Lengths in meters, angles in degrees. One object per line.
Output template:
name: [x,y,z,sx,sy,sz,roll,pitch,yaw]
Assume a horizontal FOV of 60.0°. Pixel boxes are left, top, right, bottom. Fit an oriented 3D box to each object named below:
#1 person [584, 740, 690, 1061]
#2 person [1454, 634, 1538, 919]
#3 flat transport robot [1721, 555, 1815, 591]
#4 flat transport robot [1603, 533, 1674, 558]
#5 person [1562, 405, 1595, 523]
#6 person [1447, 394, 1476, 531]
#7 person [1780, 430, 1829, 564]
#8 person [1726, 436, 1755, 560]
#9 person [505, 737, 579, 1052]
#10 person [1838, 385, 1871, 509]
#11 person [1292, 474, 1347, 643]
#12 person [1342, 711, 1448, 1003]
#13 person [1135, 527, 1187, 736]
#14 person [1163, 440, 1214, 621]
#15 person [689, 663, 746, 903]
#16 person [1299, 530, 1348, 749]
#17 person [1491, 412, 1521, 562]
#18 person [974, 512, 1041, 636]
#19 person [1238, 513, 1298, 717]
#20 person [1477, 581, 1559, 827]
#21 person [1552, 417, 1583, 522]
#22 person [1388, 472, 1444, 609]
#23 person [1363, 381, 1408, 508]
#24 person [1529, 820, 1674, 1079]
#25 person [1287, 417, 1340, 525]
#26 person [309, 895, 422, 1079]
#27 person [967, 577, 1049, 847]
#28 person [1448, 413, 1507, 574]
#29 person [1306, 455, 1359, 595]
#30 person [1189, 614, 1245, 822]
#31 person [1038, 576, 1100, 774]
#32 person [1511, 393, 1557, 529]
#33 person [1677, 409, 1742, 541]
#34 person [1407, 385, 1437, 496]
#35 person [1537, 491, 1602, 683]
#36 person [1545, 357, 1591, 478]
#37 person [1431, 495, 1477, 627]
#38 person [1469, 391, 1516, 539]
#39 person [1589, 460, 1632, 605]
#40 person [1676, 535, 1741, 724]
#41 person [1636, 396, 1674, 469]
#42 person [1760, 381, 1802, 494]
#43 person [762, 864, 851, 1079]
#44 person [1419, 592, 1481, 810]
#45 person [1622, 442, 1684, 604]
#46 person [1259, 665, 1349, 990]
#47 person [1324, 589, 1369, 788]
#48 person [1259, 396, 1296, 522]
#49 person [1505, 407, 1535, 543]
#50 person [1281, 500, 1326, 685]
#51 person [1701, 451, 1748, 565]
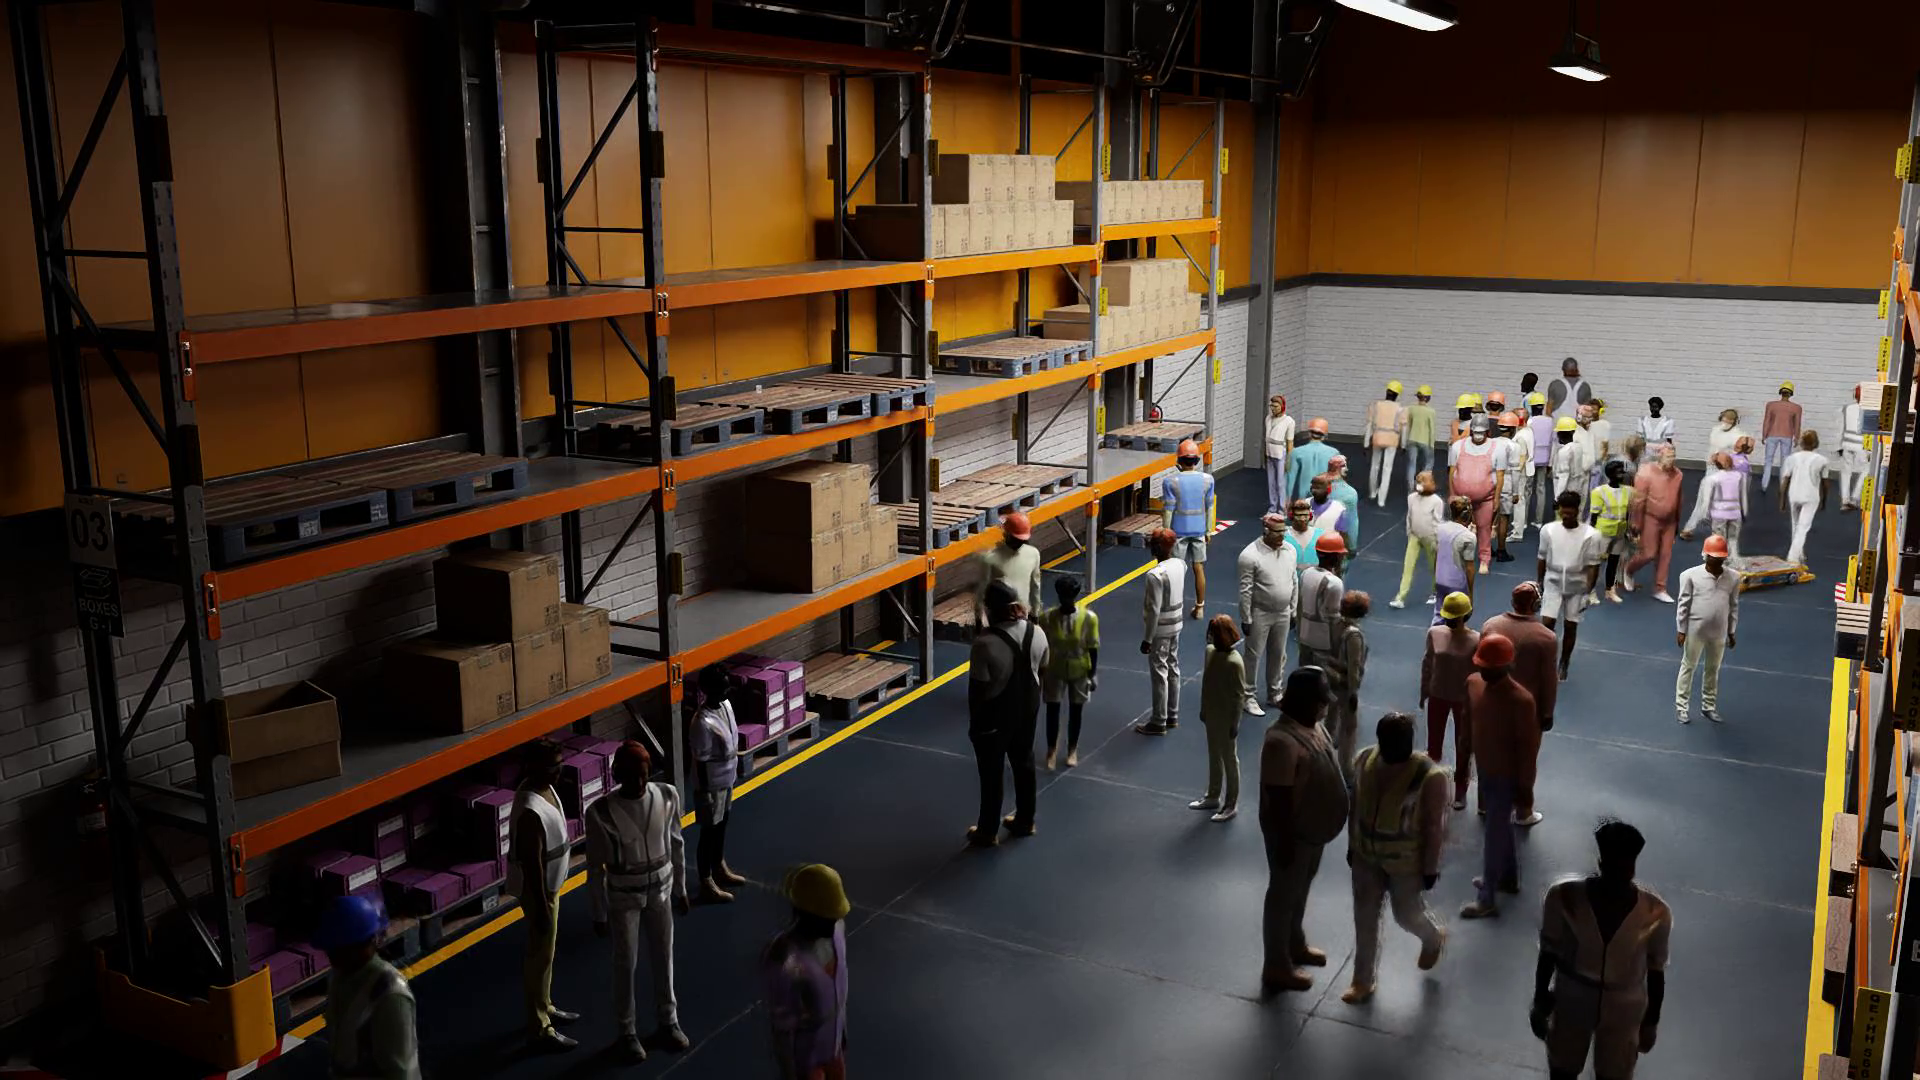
person: [-1.820,2.026,9.414,0.588,1.878,0.371,-9,15,-35]
person: [3.663,1.566,11.340,0.699,1.954,0.631,-5,13,-20]
flat transport robot: [9.687,0.398,20.325,1.431,0.197,0.652,-6,14,-25]
flat transport robot: [8.722,0.015,22.037,1.431,0.197,0.652,-7,14,-29]
person: [8.328,-0.882,22.403,0.401,1.894,0.653,11,17,41]
person: [7.026,-1.076,23.185,0.388,1.926,0.590,-8,15,-31]
person: [10.556,-0.485,20.836,0.968,1.799,0.503,-12,17,-43]
person: [10.009,-0.534,21.428,0.313,1.631,0.528,2,13,9]
person: [-2.414,2.012,9.554,0.376,1.838,0.572,-2,13,-10]
person: [13.314,-1.373,24.634,0.494,1.870,0.604,-7,15,-30]
person: [3.919,0.163,17.911,0.581,1.811,0.881,10,16,38]
person: [2.663,1.892,10.145,0.639,1.820,0.730,12,17,43]
person: [1.797,0.808,14.845,0.355,1.885,0.575,8,15,33]
person: [2.523,-0.101,18.553,0.605,2.045,0.385,-3,13,-13]
person: [-1.688,1.659,11.481,0.319,1.690,0.531,3,13,12]
person: [3.166,0.867,14.505,0.395,1.928,0.542,-4,13,-17]
person: [6.991,-0.684,21.431,0.387,1.929,0.544,-7,15,-30]
person: [0.411,0.658,15.389,0.639,1.951,0.867,-6,14,-27]
person: [2.866,0.682,15.382,0.645,1.900,0.399,-7,14,-27]
person: [4.315,1.248,12.857,0.395,1.899,0.642,-11,17,-41]
person: [7.649,-0.605,21.078,0.382,1.922,0.594,10,16,37]
person: [5.315,0.000,19.125,0.858,1.588,0.511,-11,17,-41]
person: [6.411,-1.454,25.037,0.608,1.868,0.919,6,14,26]
person: [3.138,2.262,8.190,0.629,1.947,0.682,4,13,19]
person: [4.394,-0.523,20.655,0.641,1.962,0.777,2,13,7]
person: [-2.558,2.447,7.464,0.605,1.911,0.977,11,16,40]
person: [0.306,1.261,12.464,0.681,2.000,0.535,-9,16,-36]
person: [6.409,-0.586,20.730,0.684,2.000,0.535,7,14,28]
person: [4.137,-0.003,18.450,0.399,1.900,0.646,-11,17,-41]
person: [2.020,1.366,12.909,0.285,1.634,0.499,-5,14,-21]
person: [0.899,1.126,13.881,0.538,1.674,0.596,1,13,5]
person: [8.056,-1.106,23.353,0.589,1.916,0.400,-3,13,-13]
person: [10.122,-0.844,22.272,0.754,1.878,0.703,-1,13,-3]
person: [7.124,-1.519,25.555,0.553,1.739,0.685,12,17,43]
person: [5.903,0.475,16.222,0.606,1.939,0.599,7,14,29]
person: [9.772,-1.966,26.910,0.719,2.000,0.642,0,13,1]
person: [4.896,0.464,16.507,0.341,1.839,0.501,-8,15,-32]
person: [7.238,-1.019,22.703,0.612,2.031,0.403,4,13,17]
person: [7.532,-0.089,19.277,0.540,1.700,0.316,-4,13,-16]
person: [6.803,0.809,15.134,0.563,1.751,0.330,0,13,-2]
person: [10.316,-1.300,24.733,0.536,1.686,0.329,9,15,35]
person: [12.786,-1.597,25.911,0.532,1.756,0.337,6,14,24]
person: [-0.763,2.366,7.857,0.636,1.891,0.607,7,14,29]
person: [3.875,1.256,13.127,0.524,1.760,0.328,9,15,35]
person: [8.143,-0.224,19.454,0.670,1.887,0.593,-4,13,-18]
person: [2.131,1.744,10.302,0.537,2.000,0.690,7,14,29]
person: [3.168,1.193,13.686,0.319,1.637,0.519,-1,13,-3]
person: [4.550,-1.153,23.737,0.393,1.836,0.560,-7,14,-28]
person: [7.561,-0.877,22.471,0.389,1.847,0.567,5,13,20]
person: [3.305,0.499,16.314,0.573,1.844,0.376,-1,13,-6]
person: [9.338,-0.289,20.328,0.546,1.622,0.356,-1,13,-4]
